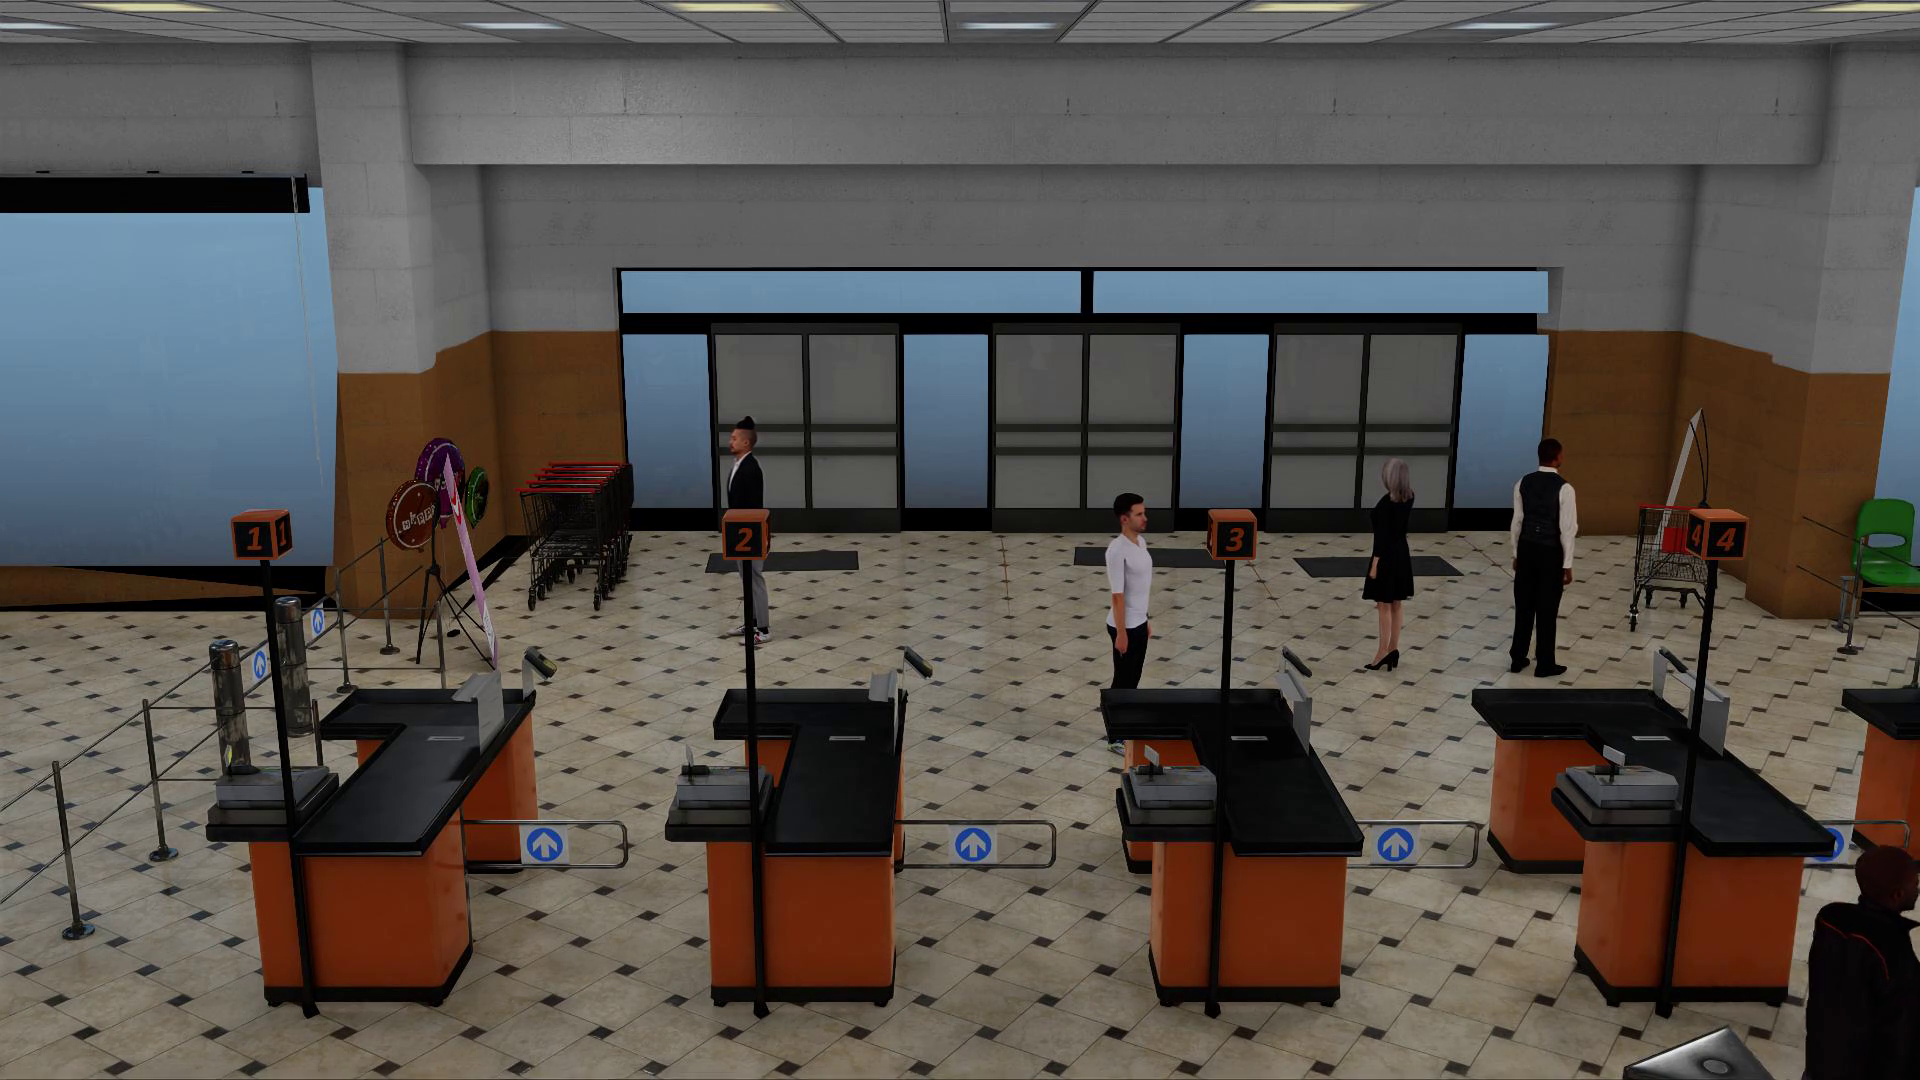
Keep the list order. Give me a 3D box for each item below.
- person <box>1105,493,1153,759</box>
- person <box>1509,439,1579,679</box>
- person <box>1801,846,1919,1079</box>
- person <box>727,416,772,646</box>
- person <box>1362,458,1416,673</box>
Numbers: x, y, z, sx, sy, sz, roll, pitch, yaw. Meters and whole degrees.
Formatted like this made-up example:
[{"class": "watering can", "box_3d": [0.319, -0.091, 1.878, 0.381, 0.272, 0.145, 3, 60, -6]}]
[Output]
[{"class": "person", "box_3d": [1.176, 0.575, 11.644, 0.808, 1.852, 0.673, 7, 15, 26]}, {"class": "person", "box_3d": [4.654, 0.133, 13.323, 0.831, 1.919, 0.763, -12, 18, -42]}, {"class": "person", "box_3d": [3.152, 1.959, 6.027, 0.910, 1.809, 1.178, -2, 14, -10]}, {"class": "person", "box_3d": [-1.797, -0.088, 14.166, 0.851, 1.950, 0.685, -6, 15, -23]}, {"class": "person", "box_3d": [3.468, 0.193, 13.439, 0.754, 1.747, 0.693, 13, 19, 43]}]
